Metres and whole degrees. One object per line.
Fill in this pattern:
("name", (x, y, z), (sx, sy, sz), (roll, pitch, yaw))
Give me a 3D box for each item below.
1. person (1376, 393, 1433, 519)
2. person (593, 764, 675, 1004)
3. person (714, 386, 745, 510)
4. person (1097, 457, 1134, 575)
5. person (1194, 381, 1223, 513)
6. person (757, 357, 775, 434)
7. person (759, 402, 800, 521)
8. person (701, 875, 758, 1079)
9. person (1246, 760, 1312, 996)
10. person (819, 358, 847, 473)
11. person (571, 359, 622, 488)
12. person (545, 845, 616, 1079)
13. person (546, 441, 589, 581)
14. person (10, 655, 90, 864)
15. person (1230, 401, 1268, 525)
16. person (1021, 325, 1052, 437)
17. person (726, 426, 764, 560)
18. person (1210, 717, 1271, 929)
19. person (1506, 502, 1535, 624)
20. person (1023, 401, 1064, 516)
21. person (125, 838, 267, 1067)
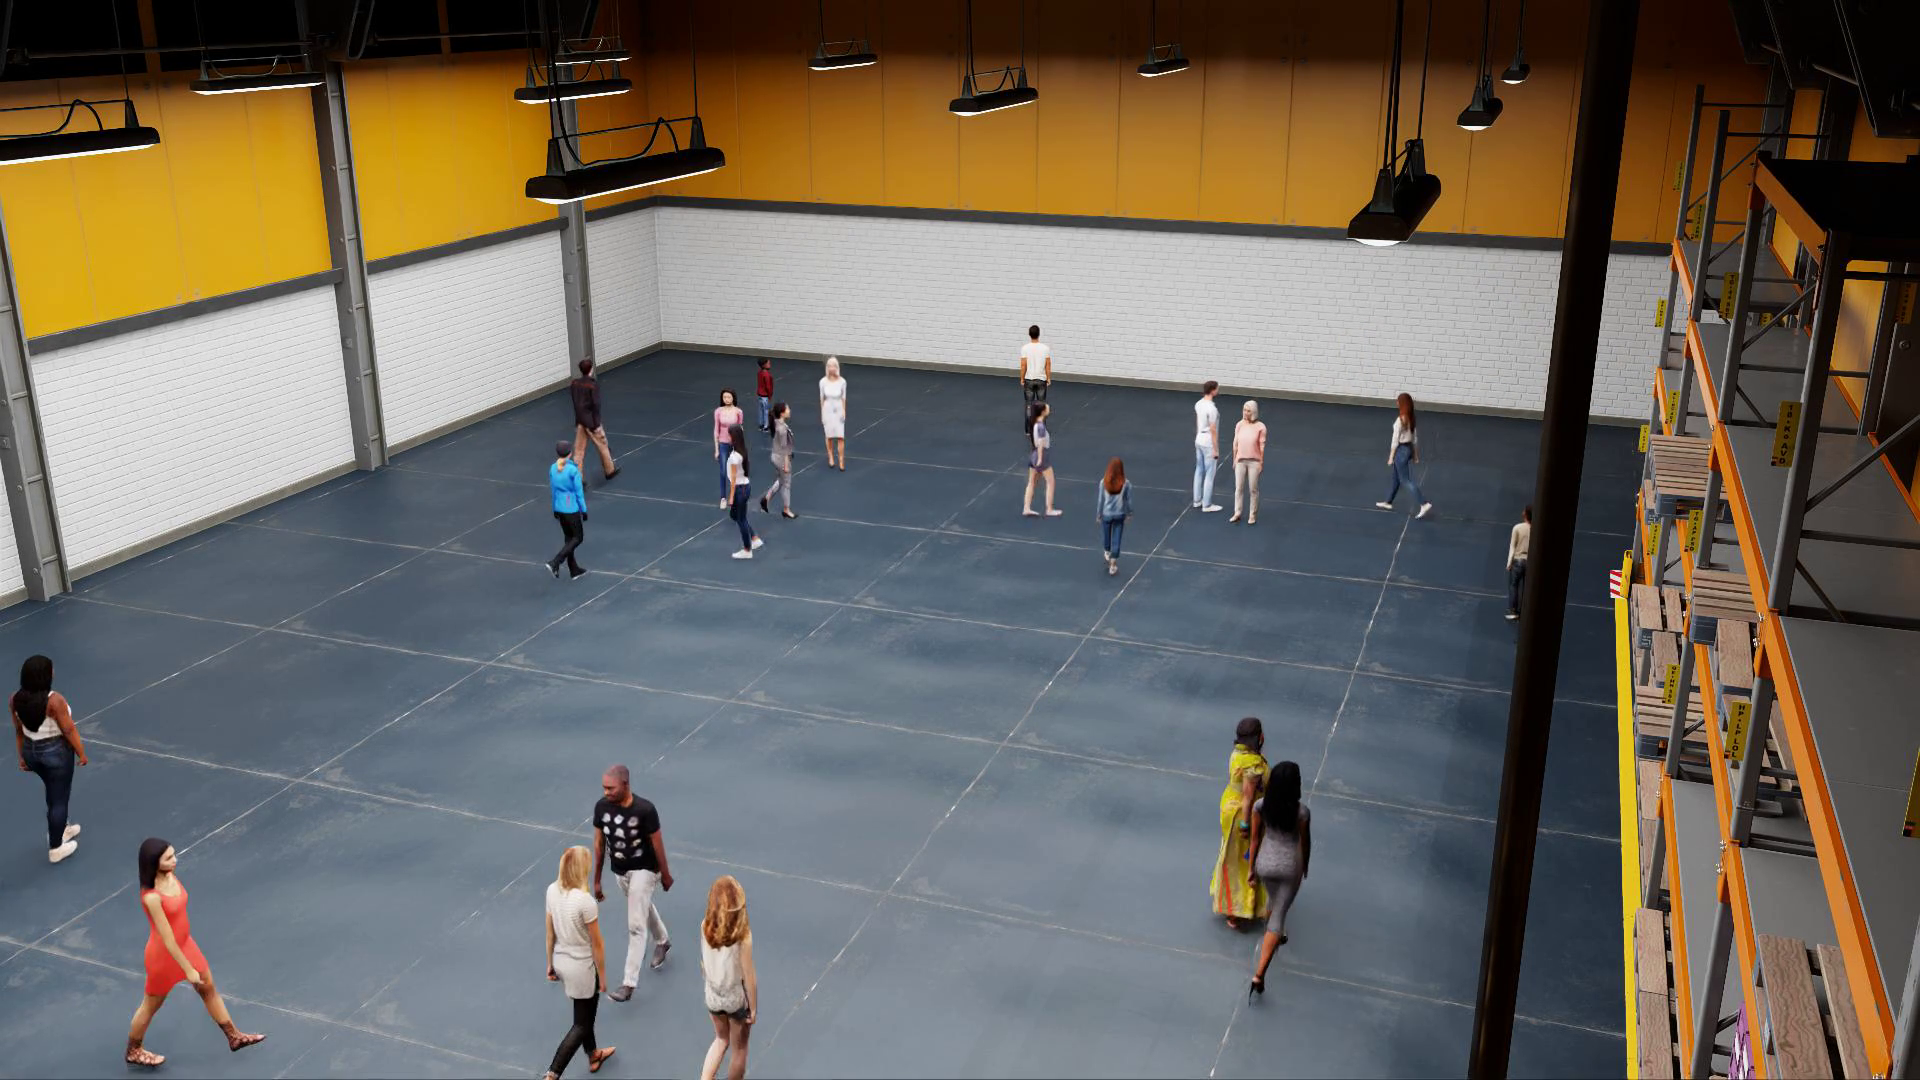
("person", (6.221, -1.156, 23.022), (0.989, 1.695, 1.138), (17, 25, 41))
("person", (-2.356, 2.434, 12.273), (0.690, 1.753, 1.202), (5, 19, 15))
("person", (-3.249, -1.320, 23.438), (0.653, 1.741, 0.673), (-4, 19, -12))
("person", (1.919, -0.282, 20.805), (0.714, 1.454, 0.956), (3, 19, 8))
("person", (3.432, -1.329, 23.288), (0.801, 1.853, 0.726), (-7, 20, -20))
("person", (-3.228, -2.401, 27.413), (0.624, 1.253, 0.581), (-12, 22, -32))
("person", (-2.522, -1.065, 22.796), (0.914, 1.667, 0.858), (-8, 20, -22))
("person", (-1.526, 3.006, 10.603), (0.666, 1.734, 0.846), (10, 21, 27))
("person", (2.297, 2.500, 12.115), (0.679, 1.727, 1.164), (9, 21, 26))
("person", (-1.944, -1.921, 25.250), (0.813, 1.724, 0.955), (-3, 19, -8))
("person", (-5.472, -1.648, 24.200), (0.682, 1.876, 1.208), (7, 20, 19))
("person", (-2.562, 2.879, 10.890), (0.718, 1.791, 1.133), (9, 21, 25))
("person", (-4.852, -0.323, 20.402), (0.765, 1.788, 0.999), (13, 23, 34))
("person", (-7.690, 1.860, 13.916), (0.712, 1.792, 0.800), (4, 19, 12))
("person", (3.951, -1.077, 22.744), (0.623, 1.724, 0.553), (9, 21, 25))
("person", (1.226, -2.611, 27.177), (0.711, 1.801, 0.666), (-1, 19, -1))
("person", (-2.714, -0.600, 21.266), (0.758, 1.761, 0.684), (1, 19, 2))
("person", (2.207, 2.218, 13.108), (1.046, 1.629, 0.790), (5, 19, 14))
("person", (6.481, 0.304, 19.067), (0.590, 1.452, 0.554), (4, 19, 12))
("person", (1.009, -1.093, 22.939), (0.884, 1.630, 0.841), (-6, 19, -16))
("person", (-5.419, 2.835, 11.217), (1.024, 1.666, 1.167), (-2, 19, -7))
